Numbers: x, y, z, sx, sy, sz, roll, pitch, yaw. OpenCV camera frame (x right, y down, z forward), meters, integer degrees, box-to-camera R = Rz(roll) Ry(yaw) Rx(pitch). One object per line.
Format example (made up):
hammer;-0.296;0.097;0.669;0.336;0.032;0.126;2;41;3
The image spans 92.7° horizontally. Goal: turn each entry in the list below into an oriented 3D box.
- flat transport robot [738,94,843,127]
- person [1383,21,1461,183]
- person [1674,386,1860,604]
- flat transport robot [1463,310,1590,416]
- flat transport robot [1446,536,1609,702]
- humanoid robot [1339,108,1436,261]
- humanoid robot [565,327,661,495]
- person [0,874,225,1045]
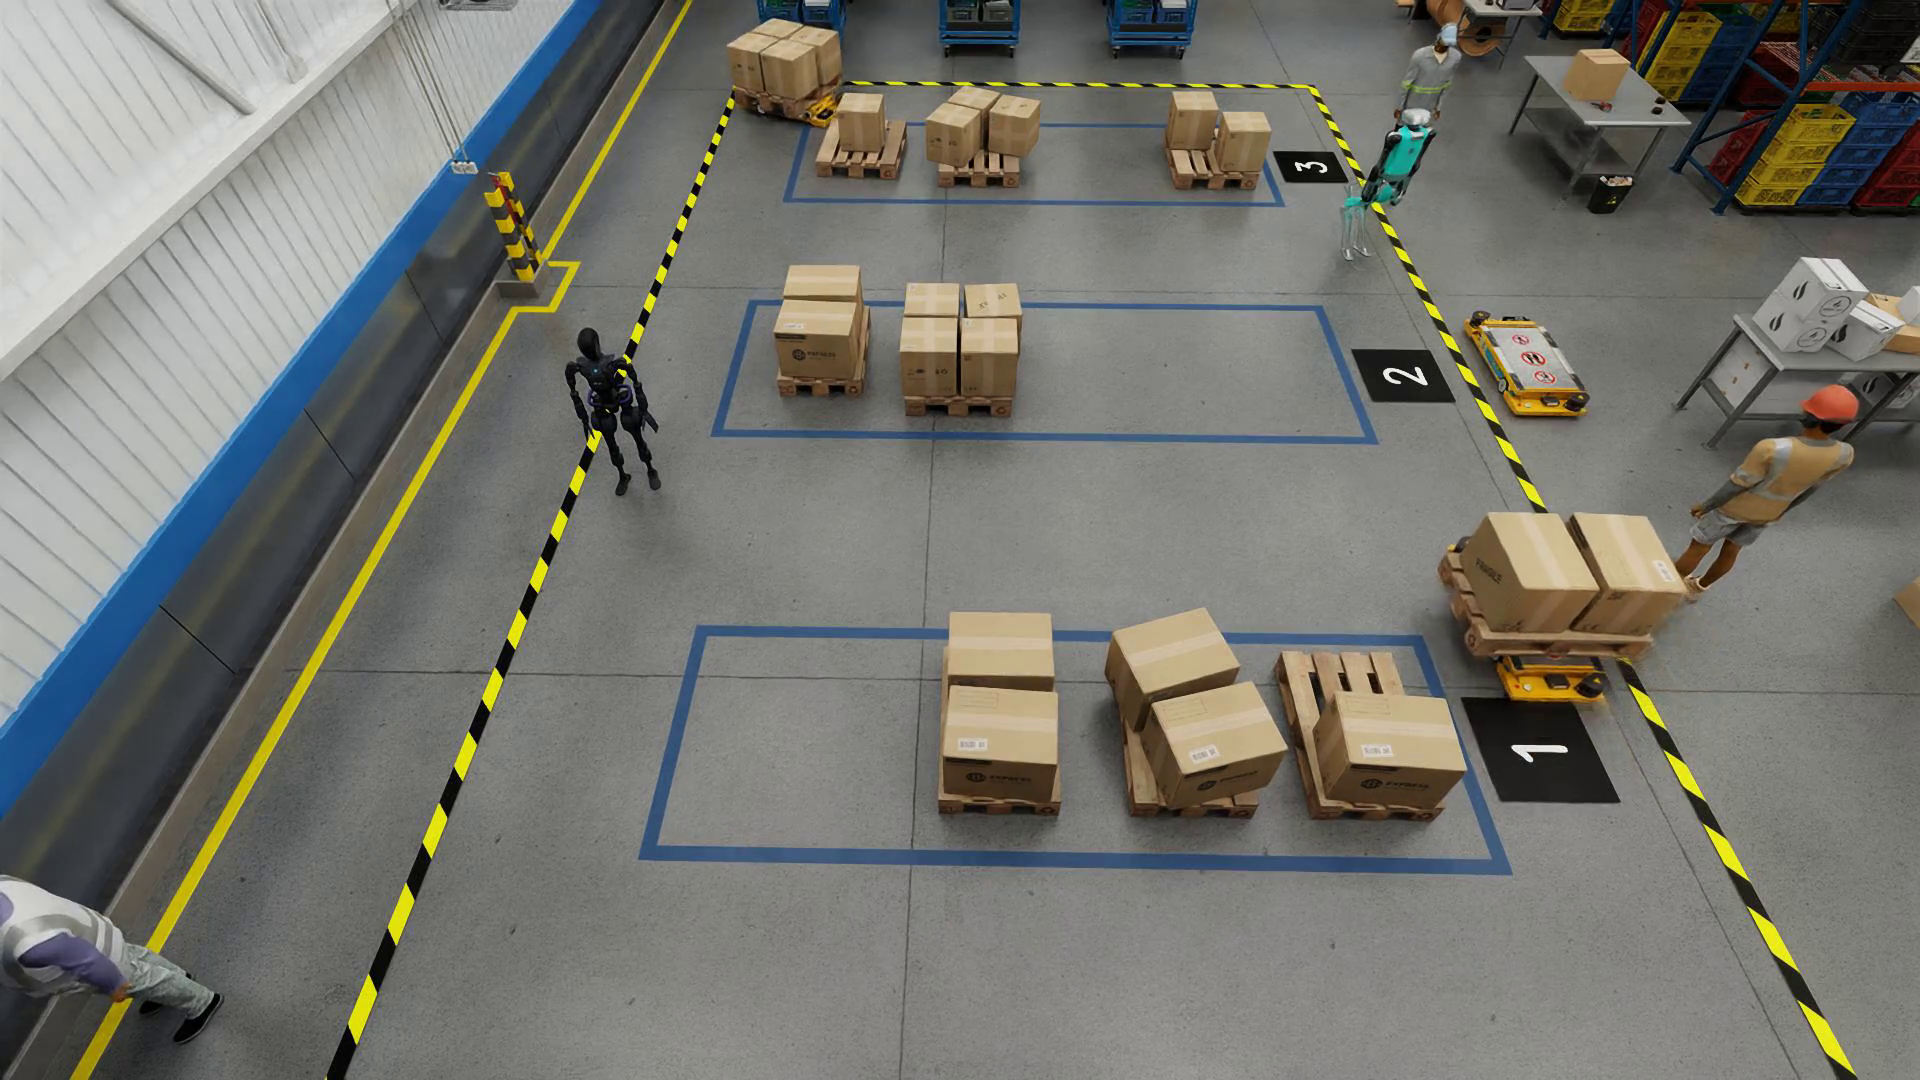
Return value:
flat transport robot;-2.344;-6.152;12.840;1.431;0.197;0.652;21;52;18
person;5.523;-5.225;11.009;0.586;1.853;0.378;-2;49;-2
person;5.657;-0.264;6.591;0.603;2.041;0.378;3;49;3
flat transport robot;5.573;-1.757;9.054;0.659;0.231;1.431;1;49;1
flat transport robot;4.320;0.572;7.020;0.652;0.197;1.431;1;49;1
humanoid robot;4.456;-3.852;9.808;0.533;1.677;0.735;-12;50;-10
humanoid robot;-2.808;-1.032;7.486;0.599;1.655;0.315;-8;50;-7
person;-4.482;2.136;4.657;0.587;1.821;0.404;24;53;20
